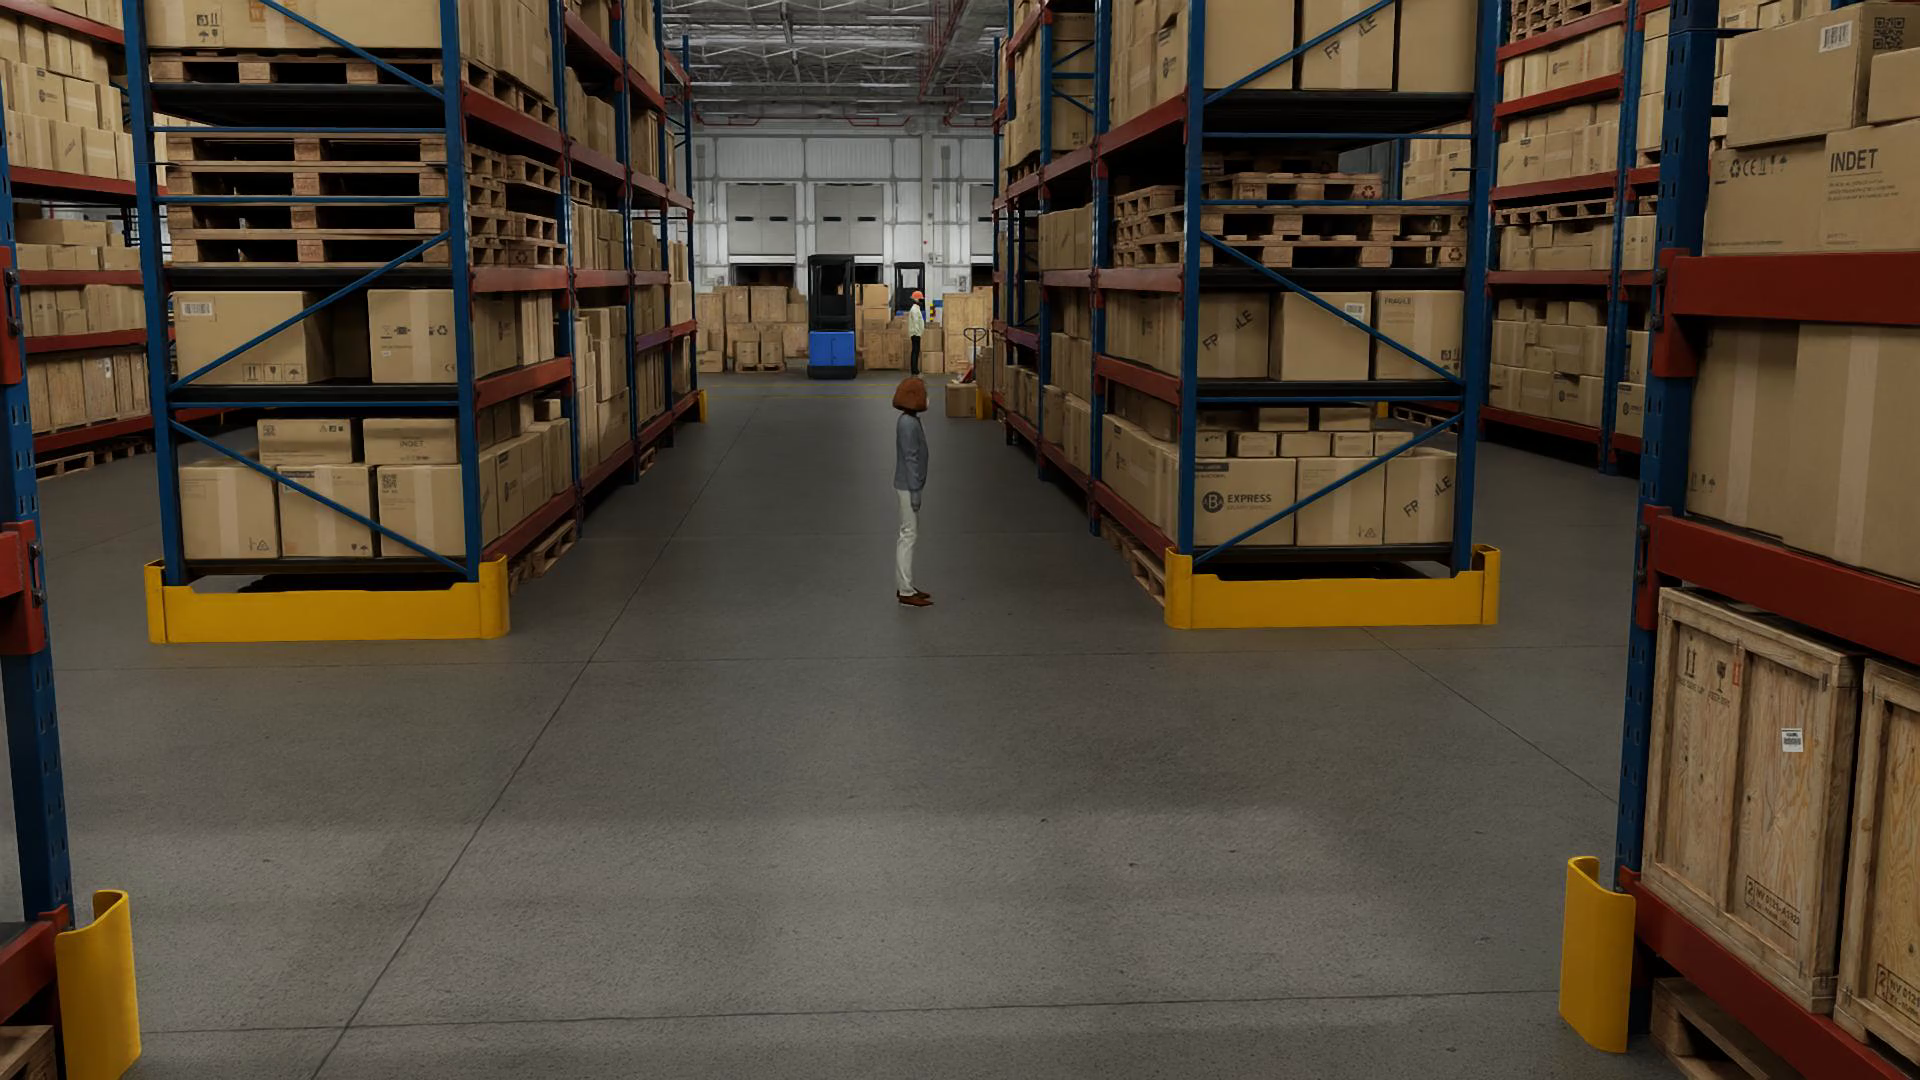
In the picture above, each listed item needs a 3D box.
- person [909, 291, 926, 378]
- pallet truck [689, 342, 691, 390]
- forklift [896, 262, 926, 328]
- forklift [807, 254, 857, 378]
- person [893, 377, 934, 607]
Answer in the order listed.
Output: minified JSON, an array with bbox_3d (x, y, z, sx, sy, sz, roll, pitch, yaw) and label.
[{"bbox_3d":[-0.983,-4.699,38.110,0.382,1.995,0.612,-1,9,-4],"label":"person"},{"bbox_3d":[-5.225,-3.008,27.480,1.885,1.965,0.823,2,9,14],"label":"pallet truck"},{"bbox_3d":[-1.780,-8.547,59.499,1.129,2.768,1.873,-1,9,-4],"label":"forklift"},{"bbox_3d":[-2.942,-5.145,38.138,1.129,2.768,1.873,-1,9,-4],"label":"forklift"},{"bbox_3d":[-0.336,-0.347,11.906,0.280,1.636,0.500,-1,9,-4],"label":"person"}]
